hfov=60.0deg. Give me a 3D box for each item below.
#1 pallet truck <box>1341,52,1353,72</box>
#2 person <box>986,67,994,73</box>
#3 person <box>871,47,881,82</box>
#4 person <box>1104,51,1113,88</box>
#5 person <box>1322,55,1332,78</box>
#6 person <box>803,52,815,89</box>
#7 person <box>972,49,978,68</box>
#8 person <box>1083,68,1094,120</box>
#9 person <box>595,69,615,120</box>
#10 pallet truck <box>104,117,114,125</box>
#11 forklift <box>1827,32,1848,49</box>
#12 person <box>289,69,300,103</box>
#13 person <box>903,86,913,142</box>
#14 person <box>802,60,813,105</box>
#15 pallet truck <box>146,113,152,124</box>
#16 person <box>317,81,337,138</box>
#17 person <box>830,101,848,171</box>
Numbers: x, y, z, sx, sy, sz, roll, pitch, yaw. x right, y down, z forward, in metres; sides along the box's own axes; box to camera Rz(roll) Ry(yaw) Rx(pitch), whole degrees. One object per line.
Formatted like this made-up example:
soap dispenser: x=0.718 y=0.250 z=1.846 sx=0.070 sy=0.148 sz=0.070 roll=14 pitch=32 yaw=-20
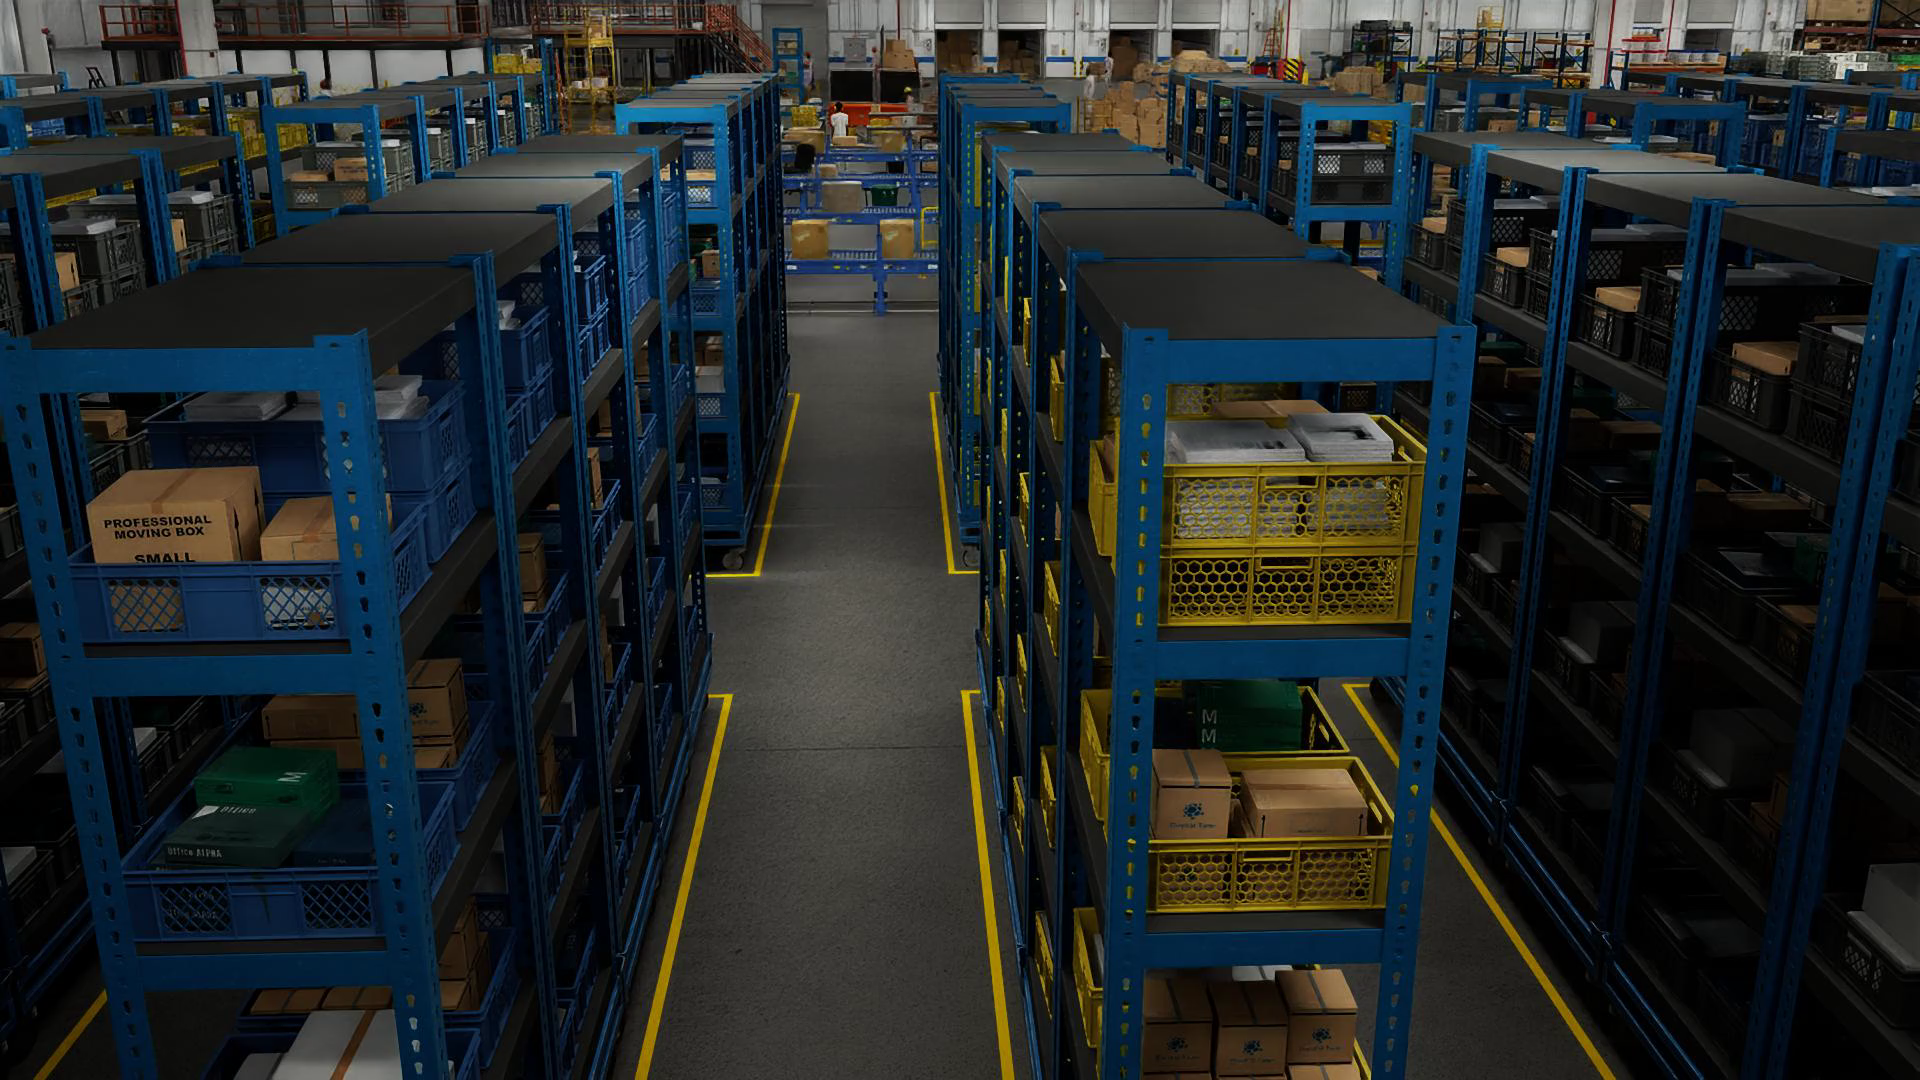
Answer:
pallet truck: x=18.794 y=-23.123 z=82.231 sx=0.823 sy=1.965 sz=1.885 roll=-13 pitch=22 yaw=-35
person: x=1.081 y=-16.415 z=61.405 sx=0.538 sy=2.000 sz=0.684 roll=-1 pitch=18 yaw=-3
person: x=-4.650 y=-26.746 z=93.529 sx=0.842 sy=1.945 sz=0.701 roll=-11 pitch=21 yaw=-31
person: x=7.865 y=-24.772 z=87.583 sx=0.429 sy=1.845 sz=0.622 roll=14 pitch=22 yaw=36
person: x=18.449 y=-23.392 z=83.356 sx=0.973 sy=1.837 sz=0.529 roll=-9 pitch=20 yaw=-25
person: x=-7.800 y=-24.211 z=85.786 sx=0.574 sy=1.881 sz=0.999 roll=-10 pitch=21 yaw=-29
person: x=0.761 y=-25.911 z=91.054 sx=0.995 sy=1.870 sz=0.616 roll=8 pitch=19 yaw=22
person: x=4.851 y=-17.020 z=63.462 sx=0.545 sy=1.921 sz=0.660 roll=7 pitch=19 yaw=22
person: x=-13.532 y=-16.926 z=63.240 sx=0.989 sy=1.891 sz=0.563 roll=-4 pitch=18 yaw=-13
pallet truck: x=-18.367 y=-7.885 z=35.078 sx=1.885 sy=1.965 sz=0.823 roll=1 pitch=18 yaw=2
forklift: x=46.023 y=-25.321 z=87.619 sx=1.129 sy=2.768 sz=1.873 roll=-1 pitch=18 yaw=-2
person: x=-25.022 y=-16.758 z=62.653 sx=0.384 sy=1.922 sz=0.593 roll=-16 pitch=24 yaw=-41
person: x=-1.565 y=-13.658 z=53.346 sx=0.732 sy=1.739 sz=0.524 roll=4 pitch=18 yaw=13
person: x=-6.320 y=-18.692 z=68.469 sx=0.637 sy=2.026 sz=0.517 roll=17 pitch=24 yaw=42
pallet truck: x=-18.087 y=-8.309 z=36.390 sx=1.885 sy=1.965 sz=0.823 roll=-1 pitch=18 yaw=-4
person: x=-20.869 y=-14.210 z=54.888 sx=0.581 sy=1.859 sz=0.841 roll=-10 pitch=21 yaw=-29
person: x=-3.120 y=-10.395 z=43.047 sx=0.518 sy=1.874 sz=0.329 roll=-10 pitch=20 yaw=-28
